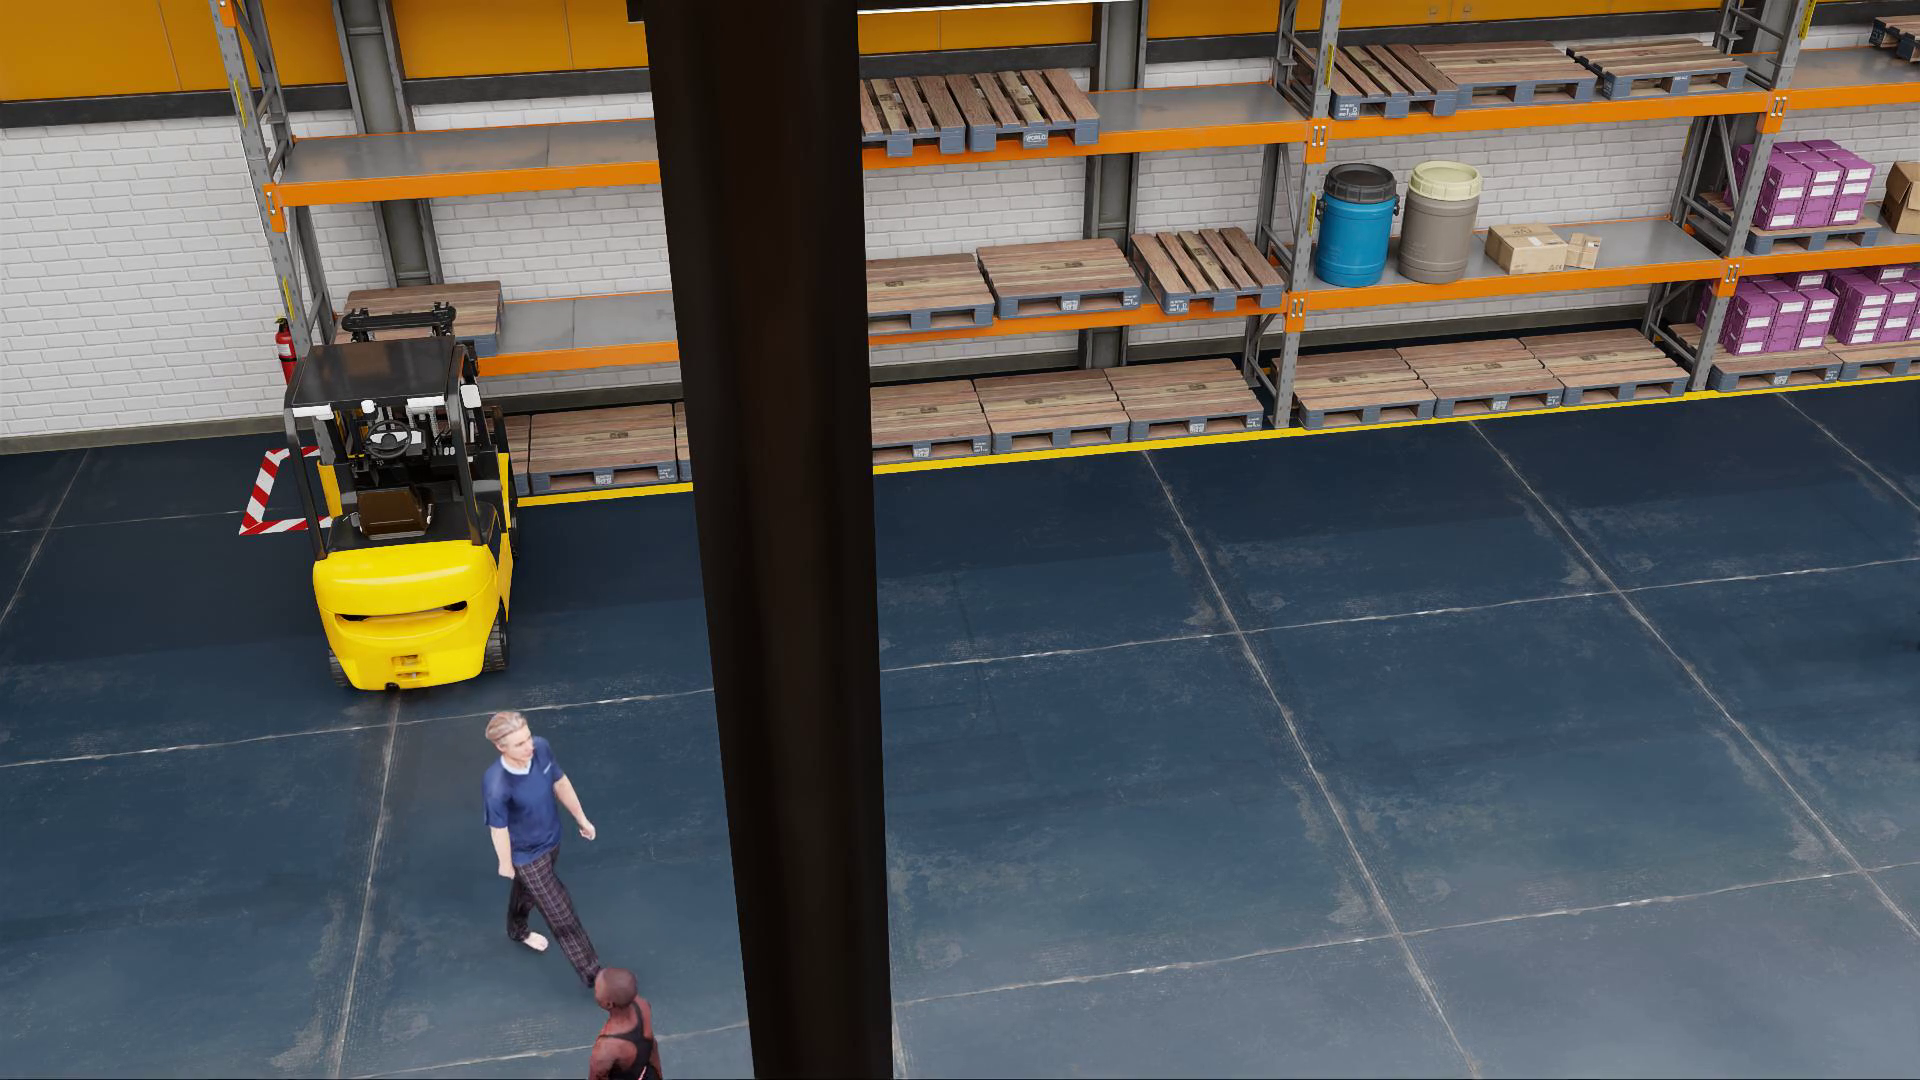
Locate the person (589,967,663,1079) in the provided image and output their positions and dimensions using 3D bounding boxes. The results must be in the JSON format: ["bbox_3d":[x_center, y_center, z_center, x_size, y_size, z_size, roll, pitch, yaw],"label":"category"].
[{"bbox_3d":[-1.424,2.661,7.662,1.235,1.720,0.914,8,34,11],"label":"person"}]

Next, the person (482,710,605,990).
[{"bbox_3d":[-2.401,1.648,9.091,1.253,1.826,1.074,13,36,18],"label":"person"}]
